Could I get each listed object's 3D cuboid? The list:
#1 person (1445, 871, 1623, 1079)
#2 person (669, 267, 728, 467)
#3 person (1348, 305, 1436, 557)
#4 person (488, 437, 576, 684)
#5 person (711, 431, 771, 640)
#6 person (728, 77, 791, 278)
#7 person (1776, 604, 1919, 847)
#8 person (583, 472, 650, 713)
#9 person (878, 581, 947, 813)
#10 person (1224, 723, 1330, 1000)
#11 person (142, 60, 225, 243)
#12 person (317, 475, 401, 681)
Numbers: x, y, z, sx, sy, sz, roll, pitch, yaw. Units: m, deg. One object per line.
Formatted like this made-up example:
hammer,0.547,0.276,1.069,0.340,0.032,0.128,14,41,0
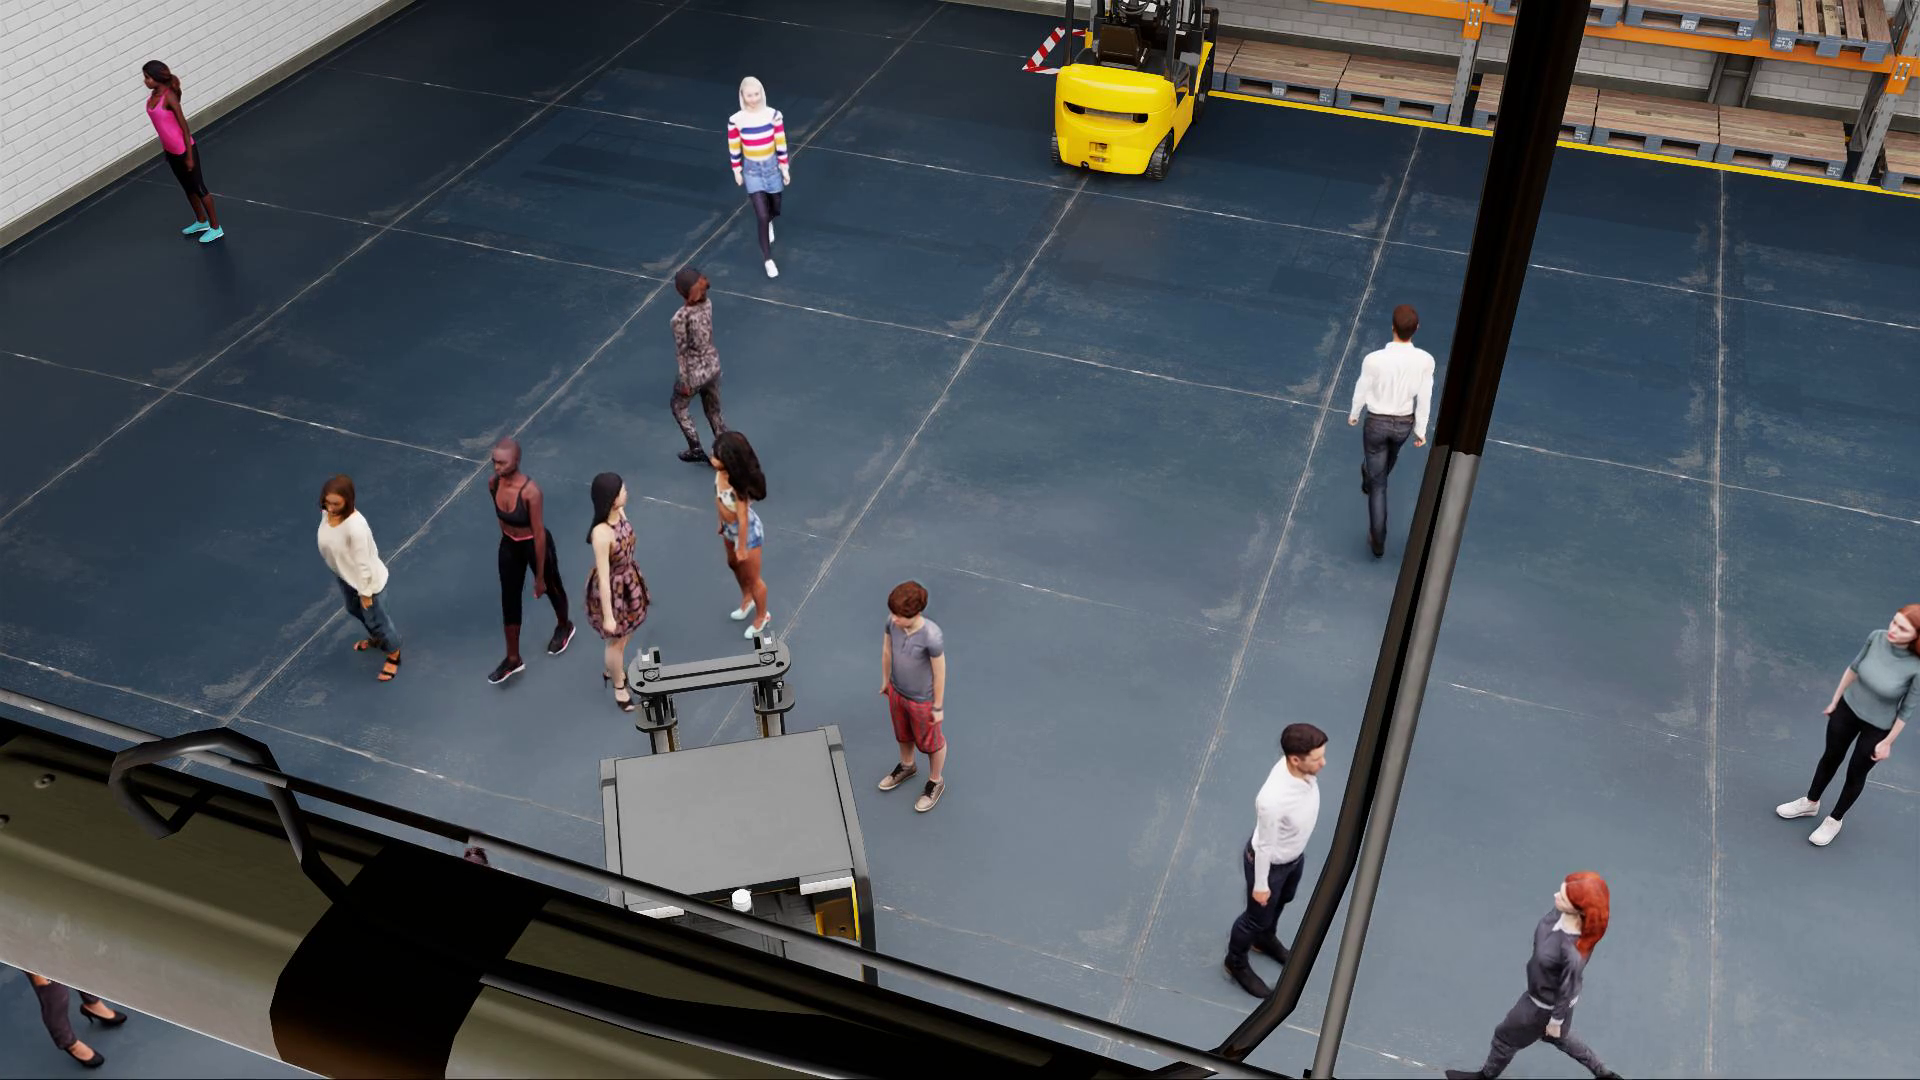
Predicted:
person,2.918,2.202,8.008,1.037,1.757,0.629,12,40,15
person,-1.870,-1.210,12.330,0.748,1.694,0.679,24,44,27
person,3.001,-0.709,11.598,1.218,1.824,1.051,-2,39,-2
person,-2.712,0.034,10.736,0.917,1.739,0.698,14,41,17
person,-1.426,-0.040,10.923,0.732,1.621,0.666,-20,43,-23
person,-1.774,-3.315,14.893,1.126,1.785,1.102,-10,40,-12
person,5.155,1.039,9.475,0.726,1.742,0.669,-15,41,-18
person,-2.143,0.316,10.361,0.739,1.766,0.814,11,40,13
person,-0.254,0.888,9.740,0.557,1.648,0.716,26,45,29
person,1.622,1.636,8.631,0.695,1.863,0.703,25,45,28
person,-7.154,-3.578,15.272,0.580,1.724,0.691,26,45,29
person,-3.813,0.211,10.582,0.867,1.654,0.693,-21,43,-24
